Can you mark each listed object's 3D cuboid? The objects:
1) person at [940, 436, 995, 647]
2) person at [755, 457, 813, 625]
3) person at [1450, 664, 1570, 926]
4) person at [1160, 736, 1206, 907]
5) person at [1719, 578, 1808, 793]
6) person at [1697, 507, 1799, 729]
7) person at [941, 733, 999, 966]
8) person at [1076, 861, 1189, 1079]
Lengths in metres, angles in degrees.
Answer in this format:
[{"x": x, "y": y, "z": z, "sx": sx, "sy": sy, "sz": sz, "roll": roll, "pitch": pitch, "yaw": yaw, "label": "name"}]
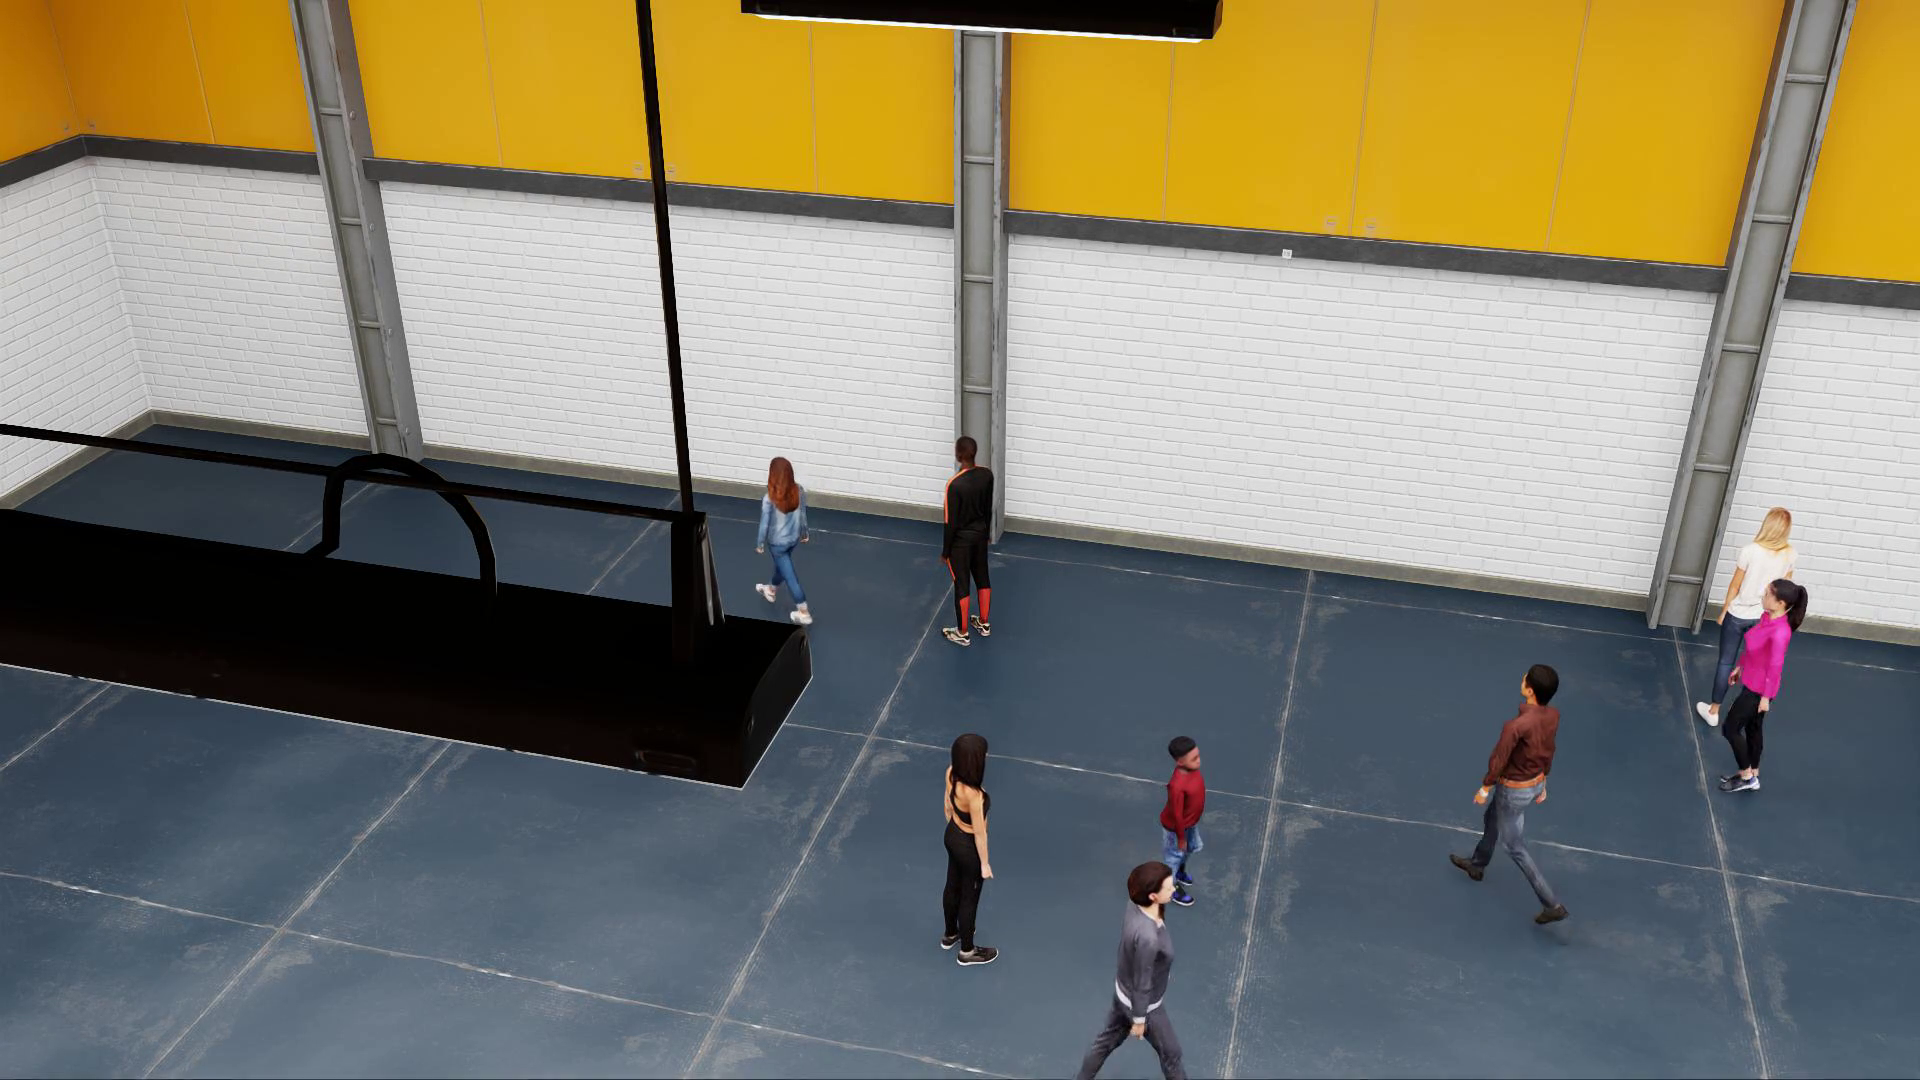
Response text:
[{"x": 0.069, "y": -0.007, "z": 13.333, "sx": 0.706, "sy": 1.809, "sz": 0.738, "roll": -20, "pitch": 34, "yaw": -32, "label": "person"}, {"x": -1.404, "y": 0.035, "z": 13.640, "sx": 1.061, "sy": 1.441, "sz": 0.881, "roll": 25, "pitch": 37, "yaw": 38, "label": "person"}, {"x": 3.565, "y": 1.622, "z": 10.417, "sx": 1.056, "sy": 1.741, "sz": 1.229, "roll": -22, "pitch": 36, "yaw": -35, "label": "person"}, {"x": 1.362, "y": 1.770, "z": 10.658, "sx": 0.540, "sy": 1.250, "sz": 0.544, "roll": 13, "pitch": 31, "yaw": 23, "label": "person"}, {"x": 5.651, "y": 1.036, "z": 11.560, "sx": 0.585, "sy": 1.686, "sz": 0.579, "roll": 8, "pitch": 30, "yaw": 14, "label": "person"}, {"x": 5.844, "y": 0.576, "z": 12.263, "sx": 0.500, "sy": 1.810, "sz": 0.680, "roll": 1, "pitch": 29, "yaw": 2, "label": "person"}, {"x": 0.029, "y": 1.858, "z": 10.088, "sx": 0.688, "sy": 1.643, "sz": 0.626, "roll": -16, "pitch": 32, "yaw": -26, "label": "person"}, {"x": 0.884, "y": 2.447, "z": 8.927, "sx": 1.176, "sy": 1.719, "sz": 0.886, "roll": -3, "pitch": 29, "yaw": -5, "label": "person"}]
